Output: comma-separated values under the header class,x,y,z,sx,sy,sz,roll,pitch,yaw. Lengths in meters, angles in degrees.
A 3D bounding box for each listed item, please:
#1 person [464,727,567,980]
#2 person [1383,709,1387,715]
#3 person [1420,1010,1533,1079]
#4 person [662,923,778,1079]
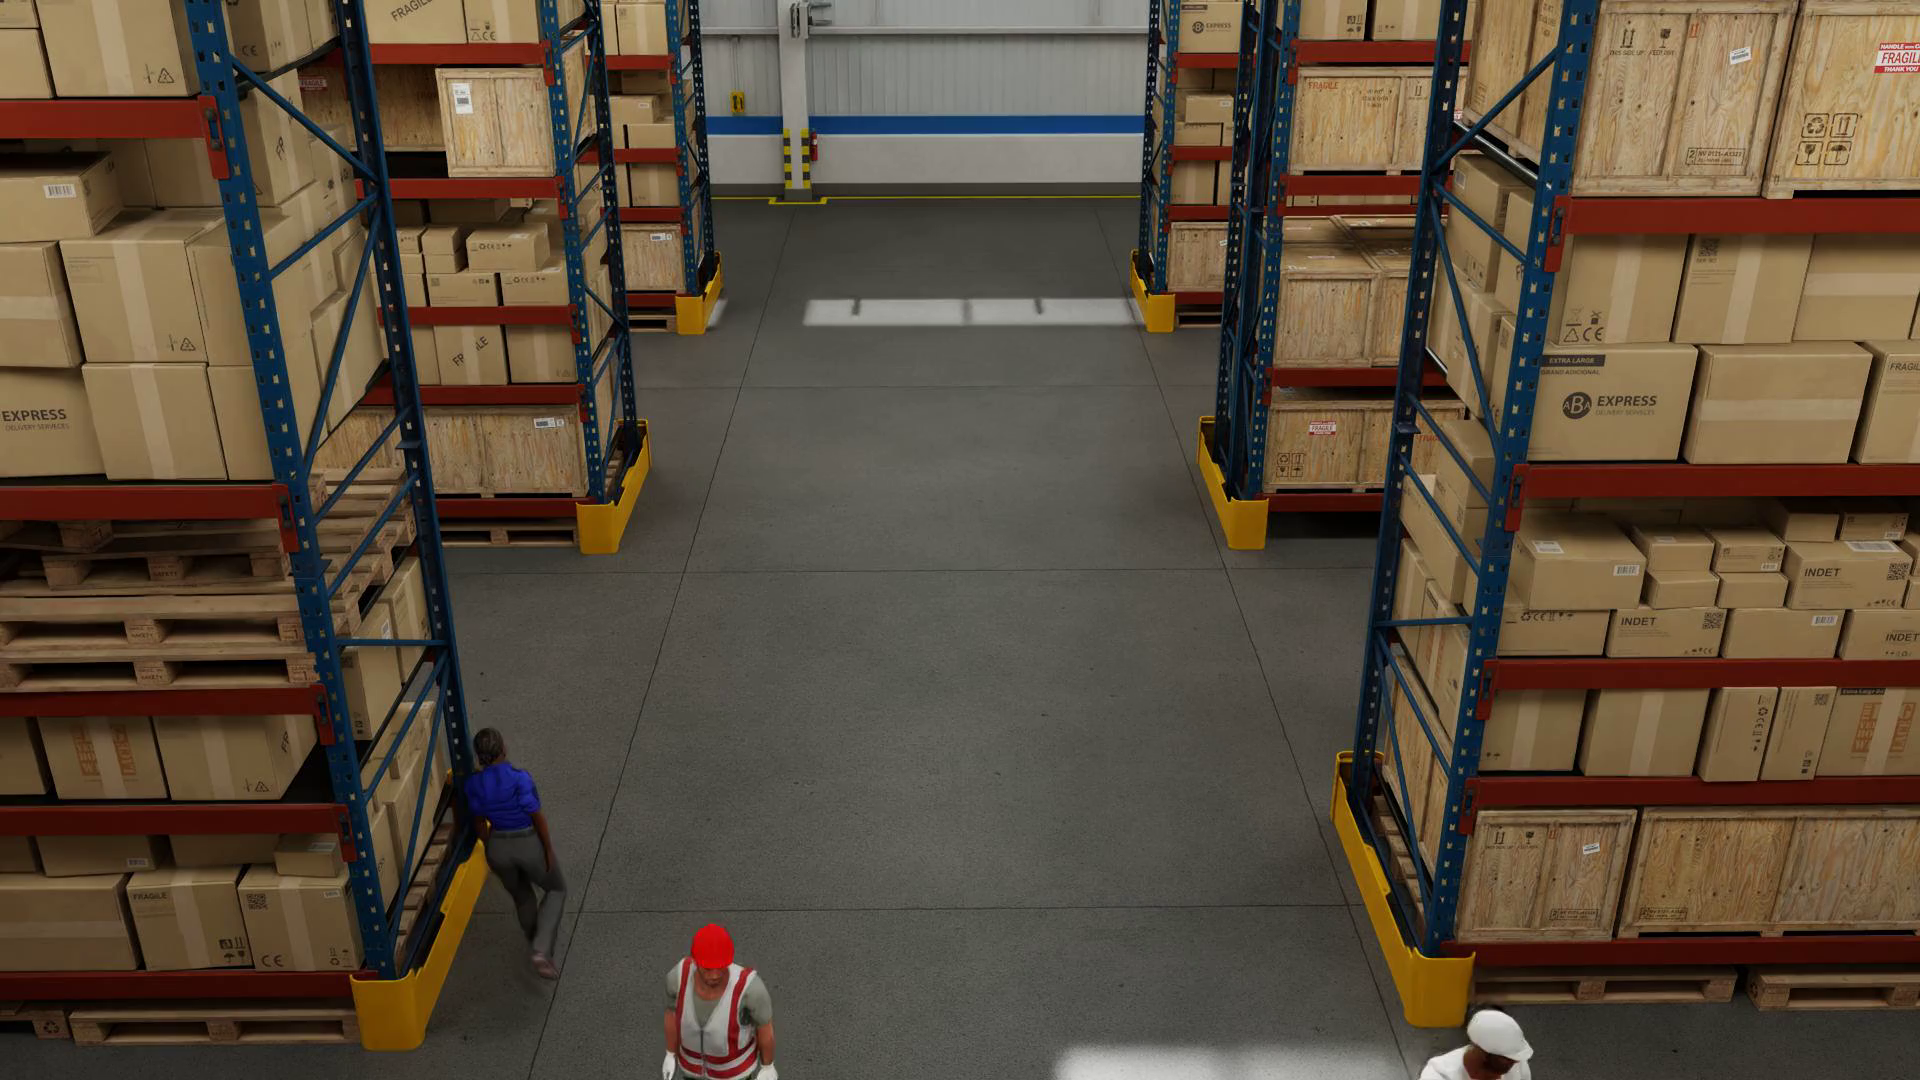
class,x,y,z,sx,sy,sz,roll,pitch,yaw
person,-2.673,1.894,9.954,0.510,1.641,0.617,1,25,1
person,3.554,0.525,12.887,0.721,1.645,0.439,-12,28,-25
person,2.379,2.886,7.704,0.625,1.743,0.930,-7,26,-15
person,-1.187,2.592,8.320,0.569,1.780,0.596,8,26,16
